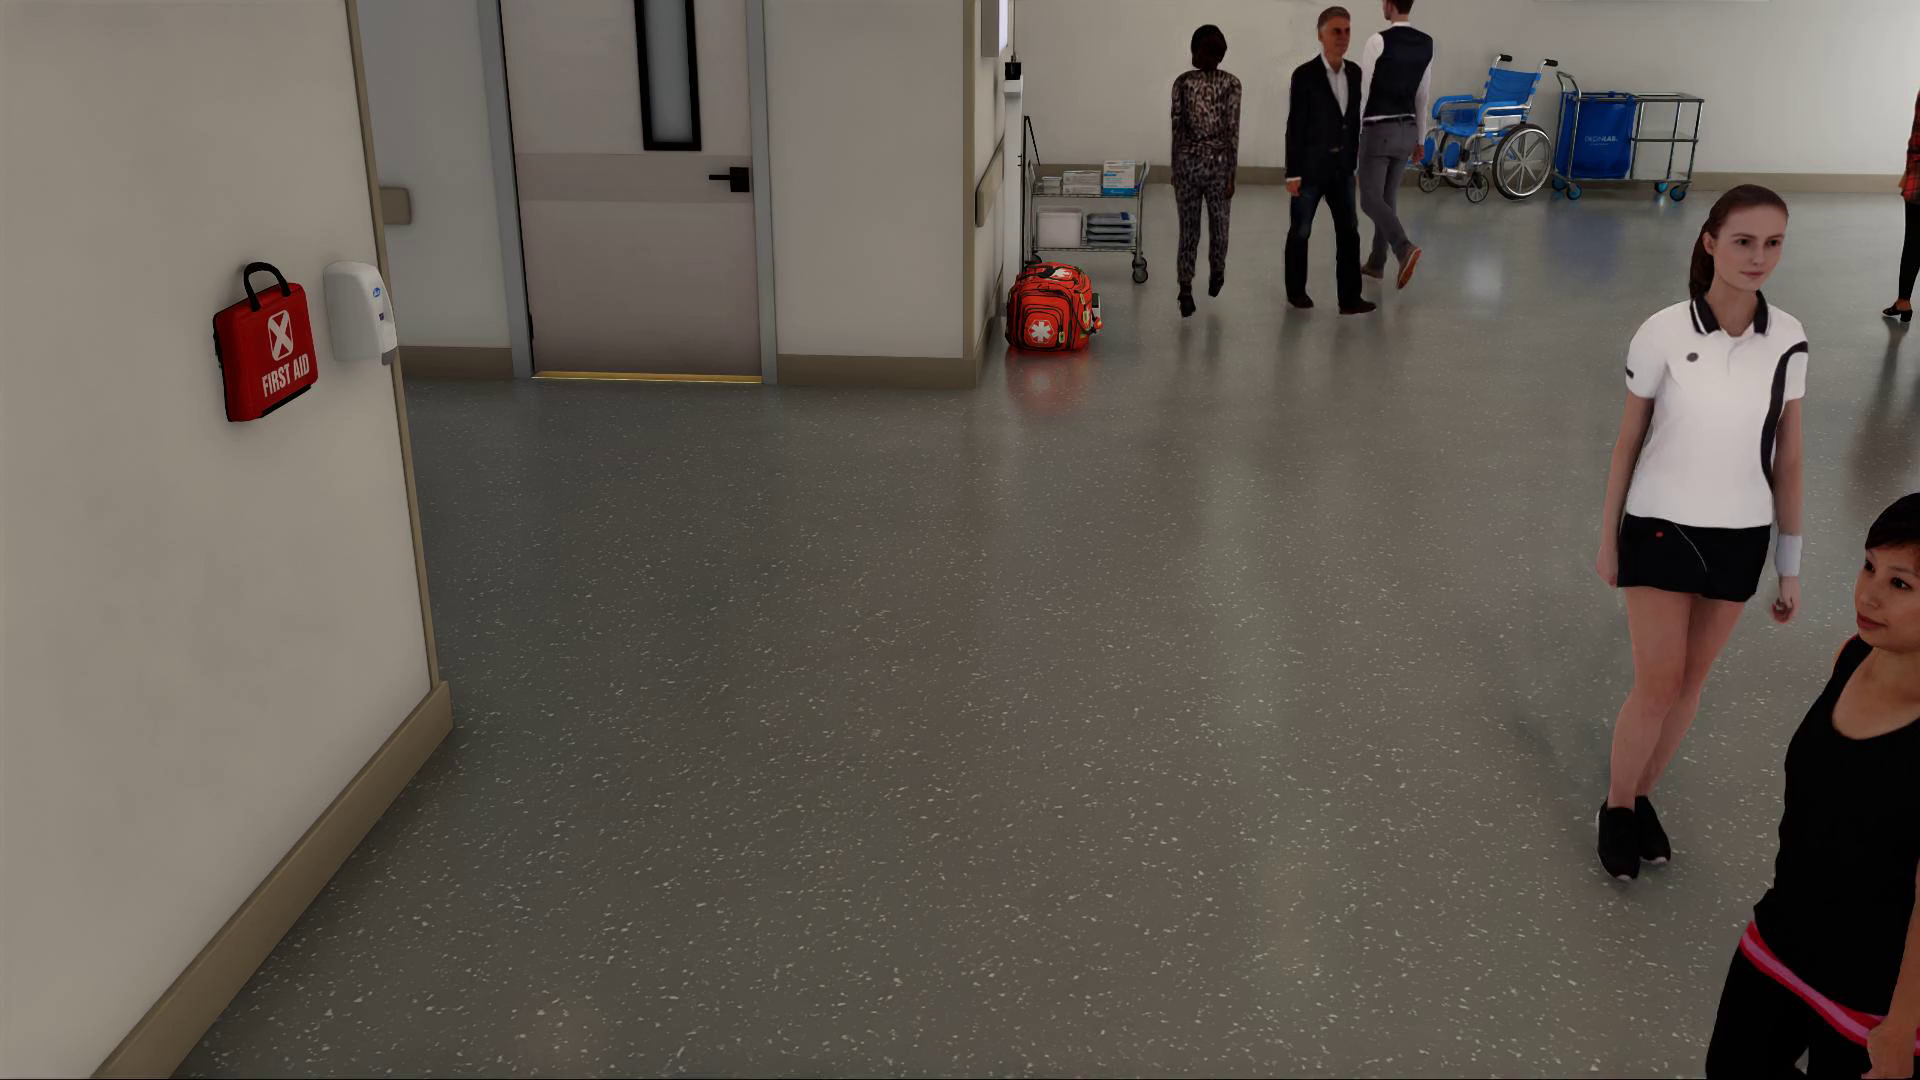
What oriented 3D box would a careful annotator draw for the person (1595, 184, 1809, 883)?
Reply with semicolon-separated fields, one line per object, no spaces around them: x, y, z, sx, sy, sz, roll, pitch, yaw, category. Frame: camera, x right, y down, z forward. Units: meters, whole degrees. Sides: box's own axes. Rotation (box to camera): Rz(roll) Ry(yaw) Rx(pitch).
1.797;-0.009;4.143;0.586;1.736;0.639;0;21;0;person

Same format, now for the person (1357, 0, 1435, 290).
2.768;-2.543;10.582;0.955;1.914;1.183;-7;22;-17;person

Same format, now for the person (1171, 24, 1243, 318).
1.414;-2.129;9.847;0.726;1.659;1.202;6;21;15;person

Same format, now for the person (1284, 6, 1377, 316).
2.154;-2.274;10.051;0.981;1.787;1.155;-7;22;-17;person

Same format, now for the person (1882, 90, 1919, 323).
5.814;-2.148;9.837;0.615;1.702;0.556;3;21;8;person

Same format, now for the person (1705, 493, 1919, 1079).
1.513;0.653;2.670;0.685;1.541;0.641;-3;21;-9;person
